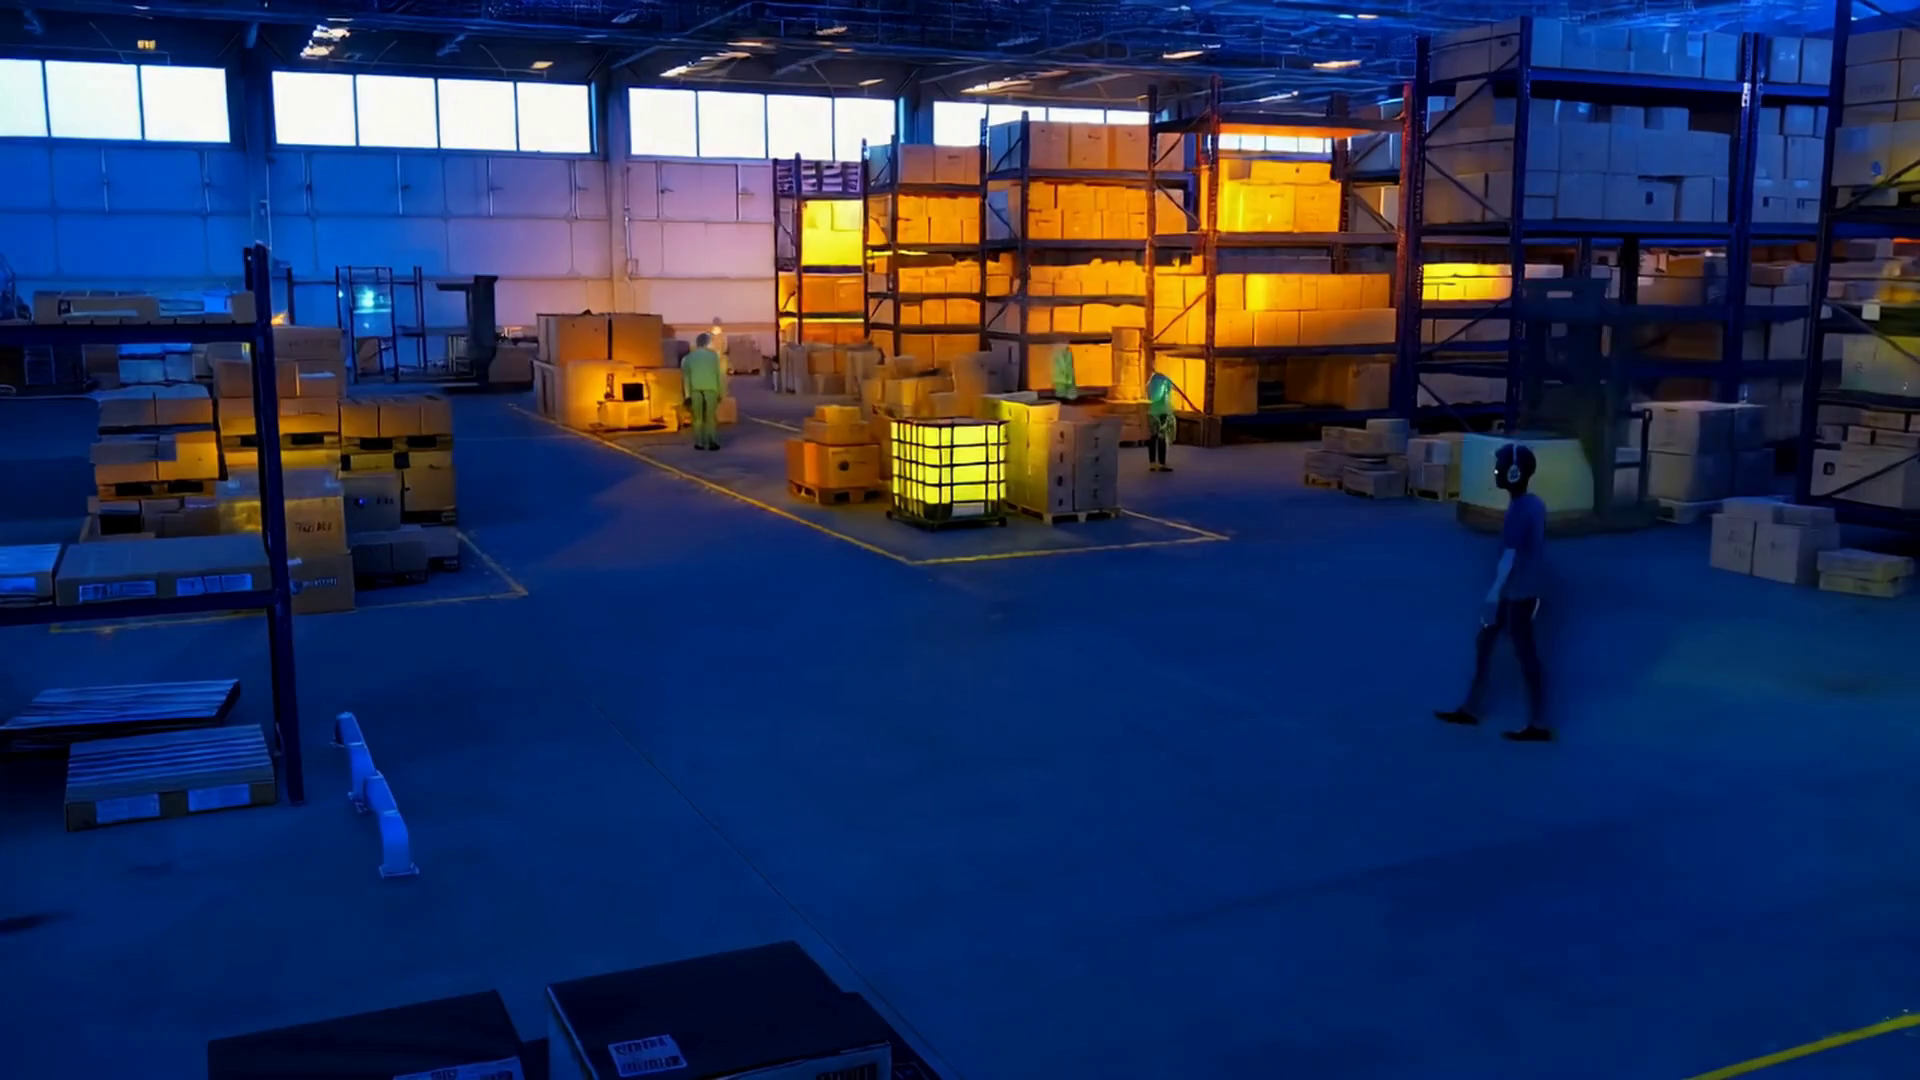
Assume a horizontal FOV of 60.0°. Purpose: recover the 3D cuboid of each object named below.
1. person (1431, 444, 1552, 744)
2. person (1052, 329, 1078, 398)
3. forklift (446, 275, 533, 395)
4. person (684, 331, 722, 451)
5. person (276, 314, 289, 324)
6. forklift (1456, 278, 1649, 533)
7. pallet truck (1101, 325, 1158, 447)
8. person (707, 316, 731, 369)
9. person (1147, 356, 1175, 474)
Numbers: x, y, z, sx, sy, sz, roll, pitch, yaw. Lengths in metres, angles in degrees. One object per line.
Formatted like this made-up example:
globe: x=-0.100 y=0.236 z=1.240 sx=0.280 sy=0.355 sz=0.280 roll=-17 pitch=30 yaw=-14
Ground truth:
person: x=3.289 y=0.332 z=10.239 sx=0.846 sy=1.837 sz=0.562 roll=4 pitch=10 yaw=24
person: x=1.932 y=-2.980 z=30.814 sx=0.447 sy=1.831 sz=0.651 roll=-3 pitch=10 yaw=-21
forklift: x=-11.176 y=-4.872 z=39.316 sx=1.873 sy=2.768 sz=1.129 roll=-4 pitch=10 yaw=-25
person: x=-4.152 y=-2.408 z=26.961 sx=0.627 sy=1.934 sz=0.371 roll=2 pitch=9 yaw=15
person: x=-15.279 y=-4.143 z=37.669 sx=0.848 sy=1.948 sz=0.628 roll=-1 pitch=9 yaw=-8
forklift: x=6.622 y=-1.513 z=18.476 sx=1.873 sy=2.768 sz=1.129 roll=-4 pitch=10 yaw=-25
pallet truck: x=2.881 y=-2.596 z=27.923 sx=0.823 sy=1.965 sz=1.885 roll=-1 pitch=9 yaw=-7
person: x=-5.300 y=-3.939 z=36.486 sx=0.570 sy=1.919 sz=0.649 roll=-4 pitch=10 yaw=-21
person: x=2.883 y=-1.801 z=23.920 sx=0.322 sy=1.696 sz=0.536 roll=-5 pitch=10 yaw=-26
